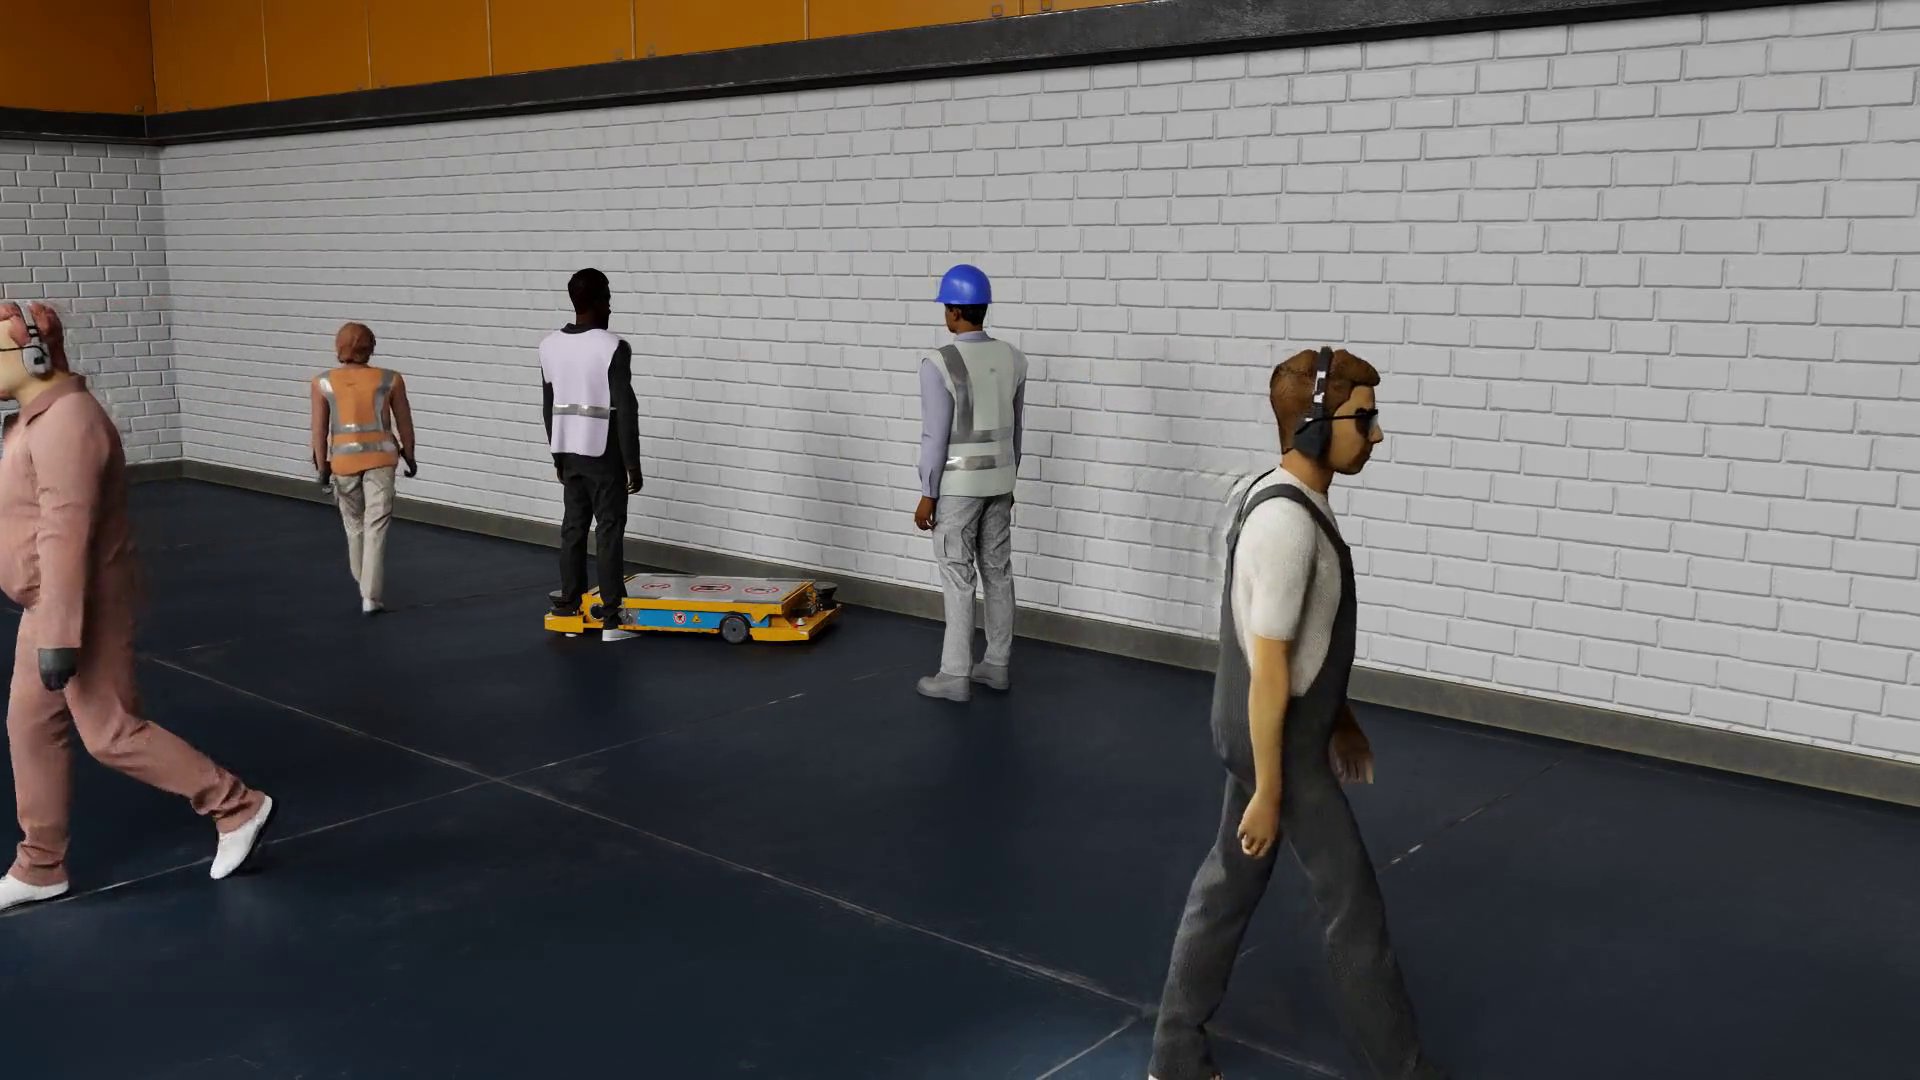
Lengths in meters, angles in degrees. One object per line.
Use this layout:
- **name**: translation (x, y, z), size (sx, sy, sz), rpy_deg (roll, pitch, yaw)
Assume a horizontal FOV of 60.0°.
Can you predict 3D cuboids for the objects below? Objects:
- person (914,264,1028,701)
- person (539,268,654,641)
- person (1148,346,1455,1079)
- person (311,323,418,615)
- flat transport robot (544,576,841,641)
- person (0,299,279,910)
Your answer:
- **person**: translation (0.044, -0.251, 7.476), size (0.384, 1.948, 0.605), rpy_deg (10, 14, 44)
- **person**: translation (-1.897, -0.431, 8.584), size (0.593, 1.920, 0.391), rpy_deg (5, 11, 29)
- **person**: translation (0.846, 0.477, 3.722), size (0.917, 1.801, 0.540), rpy_deg (1, 10, 5)
- **person**: translation (-3.346, -0.417, 9.400), size (0.515, 1.601, 0.829), rpy_deg (-1, 10, -8)
- **flat transport robot**: translation (-1.406, 0.346, 8.844), size (1.431, 0.197, 0.652), rpy_deg (2, 10, 11)
- **person**: translation (-2.633, 0.200, 5.107), size (0.862, 1.872, 0.655), rpy_deg (-7, 12, -33)
